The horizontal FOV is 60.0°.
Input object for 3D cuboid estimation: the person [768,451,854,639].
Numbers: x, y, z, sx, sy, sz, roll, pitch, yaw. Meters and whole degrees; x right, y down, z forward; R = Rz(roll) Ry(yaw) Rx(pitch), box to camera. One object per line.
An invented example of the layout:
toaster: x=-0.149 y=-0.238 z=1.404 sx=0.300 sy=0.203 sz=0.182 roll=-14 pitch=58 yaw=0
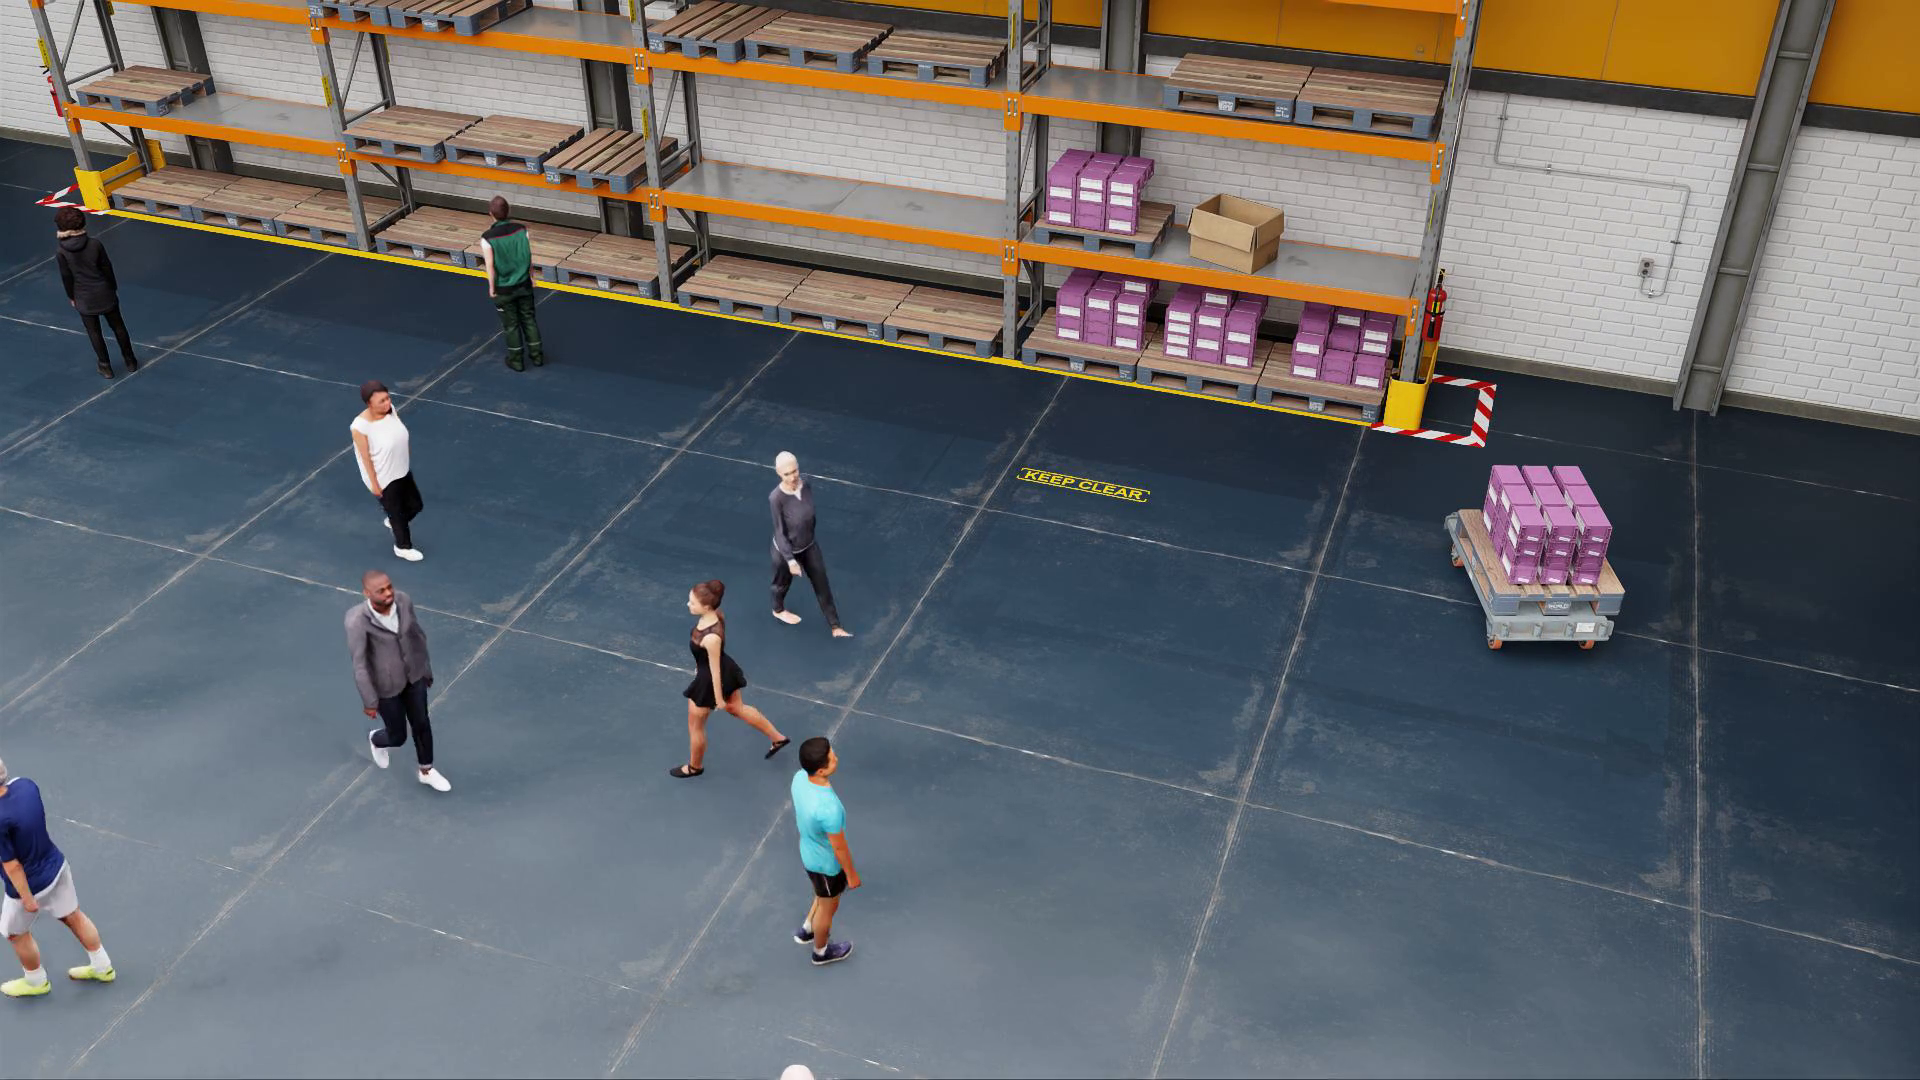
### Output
person: x=-1.346 y=0.014 z=12.892 sx=1.142 sy=1.687 sz=0.896 roll=24 pitch=41 yaw=32

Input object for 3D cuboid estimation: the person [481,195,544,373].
person: x=-4.489 y=-2.568 z=16.638 sx=0.738 sy=1.841 sz=0.757 roll=-22 pitch=40 yaw=-30

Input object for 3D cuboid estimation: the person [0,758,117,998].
person: x=-5.377 y=1.980 z=9.822 sx=0.971 sy=1.812 sz=0.834 roll=-1 pitch=34 yaw=-1

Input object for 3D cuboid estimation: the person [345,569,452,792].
person: x=-3.913 y=0.939 z=11.392 sx=1.015 sy=1.807 sz=0.893 roll=23 pitch=40 yaw=31

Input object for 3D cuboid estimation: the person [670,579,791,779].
person: x=-1.617 y=0.961 z=11.509 sx=1.145 sy=1.642 sz=0.841 roll=-1 pitch=34 yaw=-2

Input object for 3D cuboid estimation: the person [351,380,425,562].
person: x=-4.785 y=-0.595 z=13.819 sx=0.652 sy=1.677 sz=0.662 roll=12 pitch=36 yaw=18

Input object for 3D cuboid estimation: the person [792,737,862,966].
person: x=-0.893 y=1.921 z=9.955 sx=0.818 sy=1.763 sz=0.765 roll=-13 pitch=36 yaw=-18

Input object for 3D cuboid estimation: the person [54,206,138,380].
person: x=-8.615 y=-2.460 z=16.532 sx=0.724 sy=1.778 sz=0.758 roll=-21 pitch=39 yaw=-28
